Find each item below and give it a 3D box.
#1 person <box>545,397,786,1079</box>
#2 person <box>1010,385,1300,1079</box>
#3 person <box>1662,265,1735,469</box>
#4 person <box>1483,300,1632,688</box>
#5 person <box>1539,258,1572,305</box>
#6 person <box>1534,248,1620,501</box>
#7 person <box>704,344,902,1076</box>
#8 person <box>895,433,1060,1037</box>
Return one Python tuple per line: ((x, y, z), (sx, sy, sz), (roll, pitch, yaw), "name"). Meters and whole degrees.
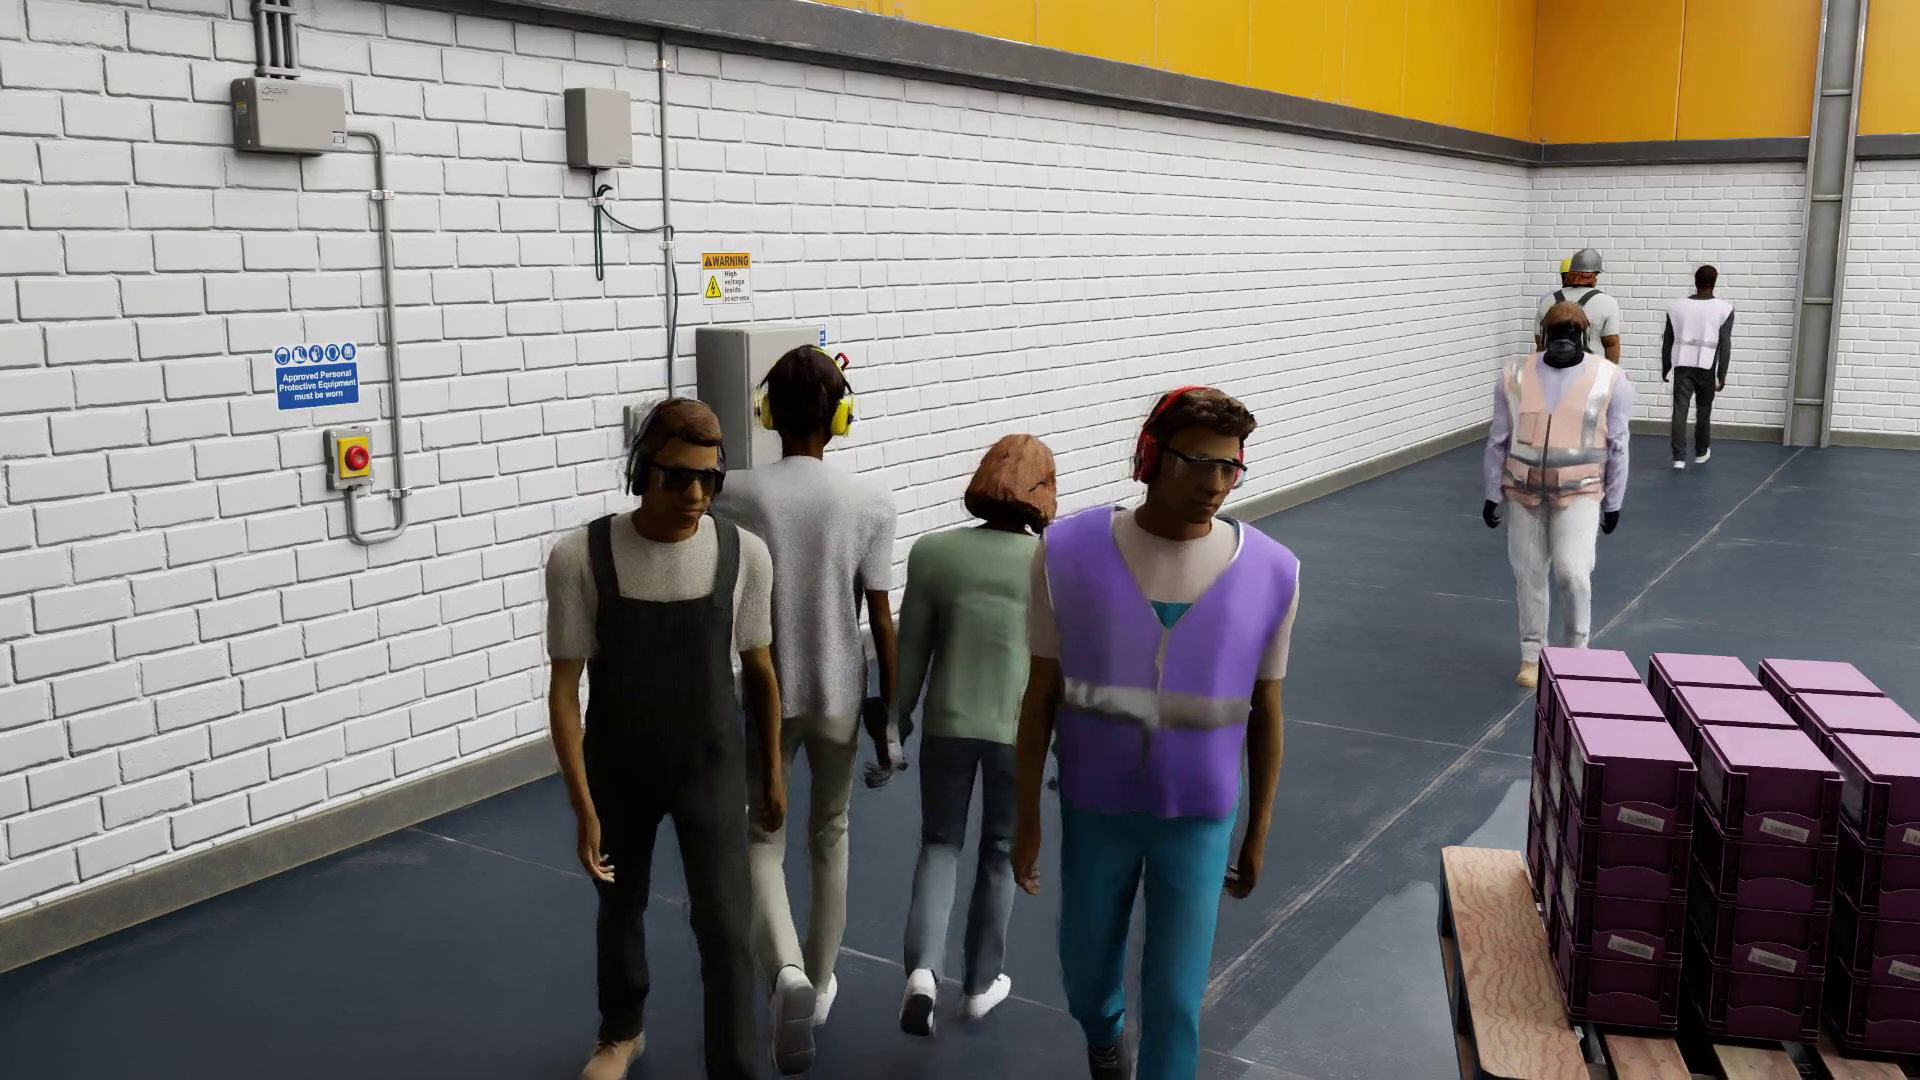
((-0.670, 0.544, 3.856), (0.534, 1.777, 0.881), (-2, 10, -12), "person")
((0.402, 0.561, 3.580), (0.601, 1.816, 0.736), (0, 10, 2), "person")
((6.832, -1.606, 15.453), (0.612, 1.864, 1.010), (6, 12, 31), "person")
((2.774, -0.200, 7.795), (0.628, 1.830, 0.450), (6, 12, 32), "person")
((6.381, -2.004, 17.526), (0.582, 1.919, 0.391), (4, 11, 19), "person")
((5.004, -1.325, 13.407), (0.672, 2.000, 0.536), (10, 14, 44), "person")
((-0.416, 0.431, 4.219), (0.544, 1.838, 0.708), (-1, 10, -5), "person")
((0.060, 0.534, 4.313), (0.547, 1.603, 0.544), (2, 10, 11), "person")
